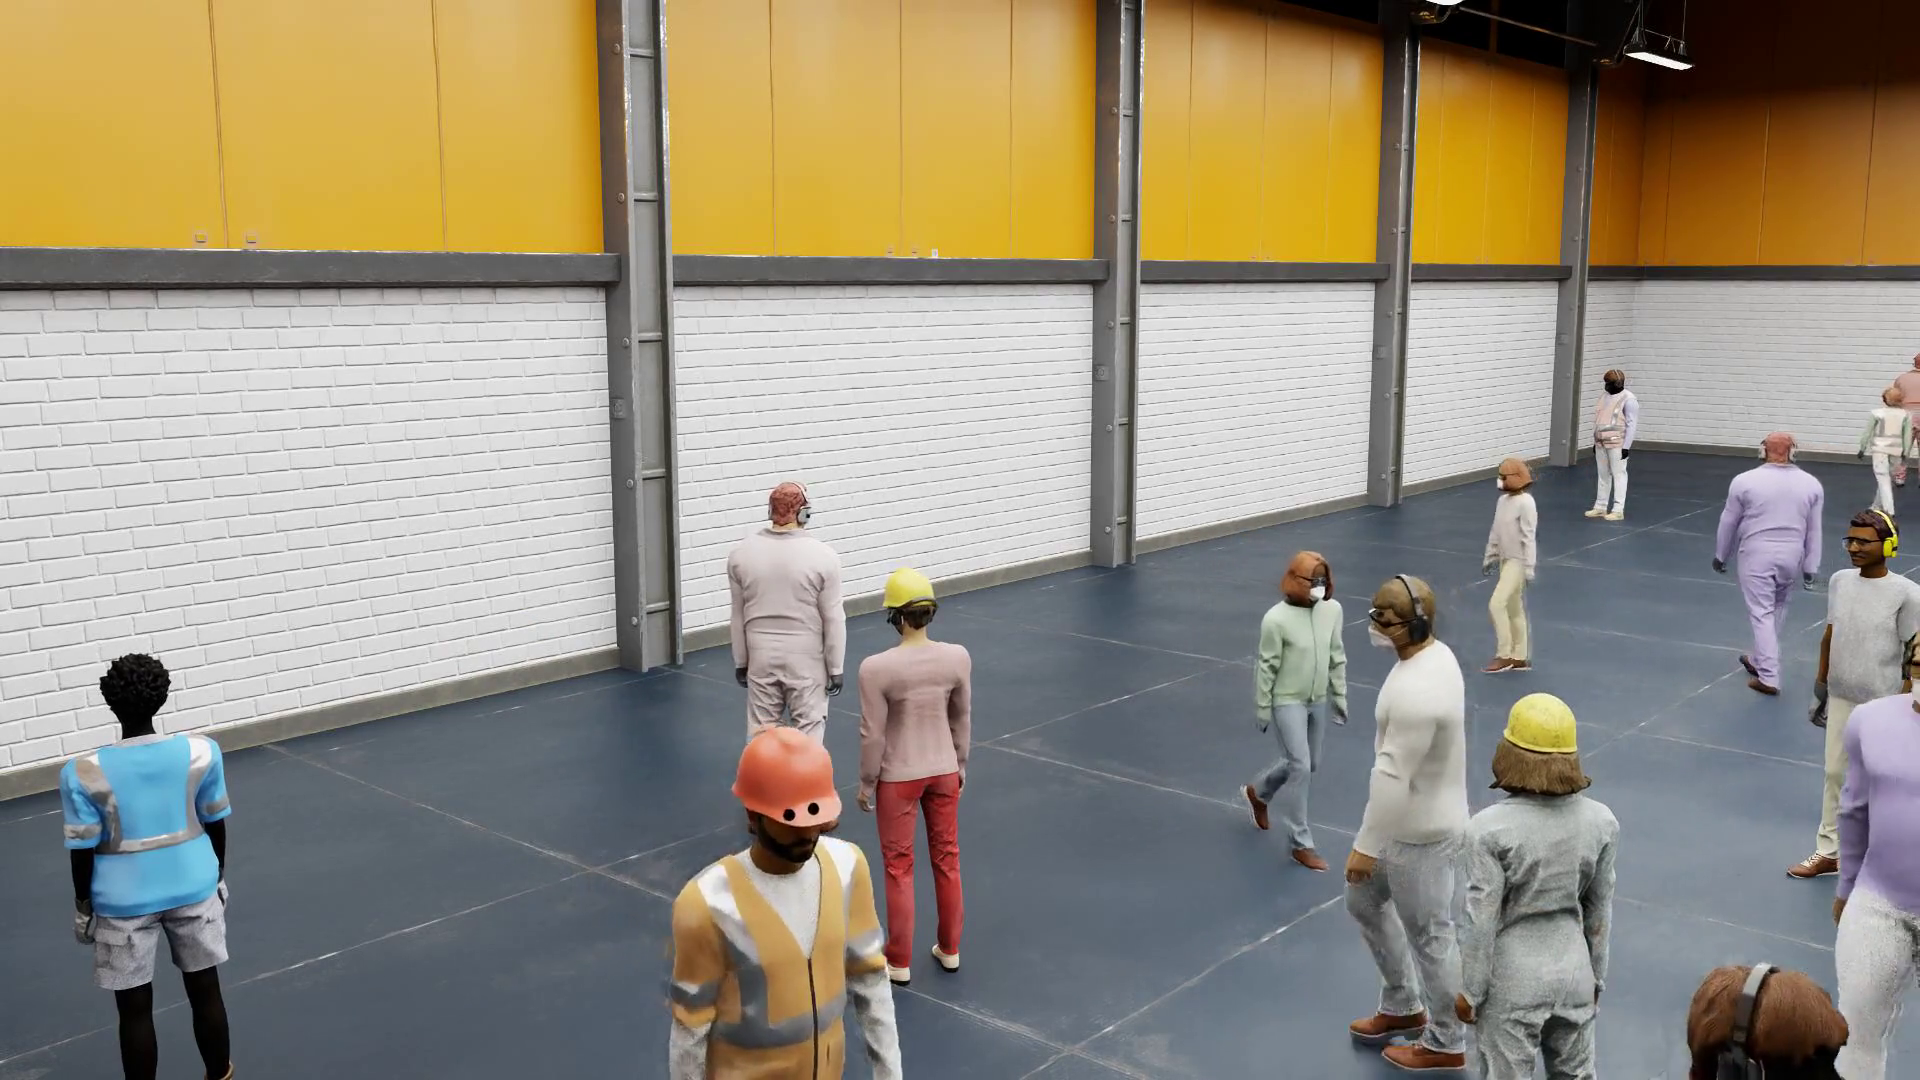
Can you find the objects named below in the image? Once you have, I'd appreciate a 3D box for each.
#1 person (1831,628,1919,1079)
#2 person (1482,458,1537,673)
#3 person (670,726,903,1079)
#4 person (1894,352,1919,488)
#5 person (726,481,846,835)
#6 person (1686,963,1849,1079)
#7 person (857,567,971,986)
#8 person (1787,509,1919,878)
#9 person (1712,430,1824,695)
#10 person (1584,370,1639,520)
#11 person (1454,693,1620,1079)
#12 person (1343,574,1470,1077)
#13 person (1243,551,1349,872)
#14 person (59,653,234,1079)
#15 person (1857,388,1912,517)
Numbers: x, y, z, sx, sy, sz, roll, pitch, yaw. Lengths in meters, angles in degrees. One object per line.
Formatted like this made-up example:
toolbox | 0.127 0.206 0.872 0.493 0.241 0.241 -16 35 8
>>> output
person | 3.140 1.178 5.389 0.895 1.910 0.642 -6 11 -33
person | 4.054 0.196 12.438 0.538 1.614 0.539 -1 9 -4
person | -0.366 1.392 4.097 0.920 1.893 0.548 9 13 44
person | 13.406 -1.673 23.266 0.651 1.913 0.409 8 12 42
person | -0.902 0.633 8.834 0.646 1.900 0.403 2 9 15
person | 1.392 1.622 2.869 0.650 1.813 0.845 -8 12 -41
person | -0.195 0.989 7.011 0.524 1.768 0.312 -5 10 -29
person | 4.337 0.776 8.019 0.326 1.872 0.518 -4 10 -26
person | 5.816 0.135 12.078 0.642 1.862 0.933 0 9 0
person | 7.942 -1.158 20.281 0.429 1.837 0.621 -3 10 -19
person | 1.715 1.318 5.012 0.488 1.743 0.319 -2 9 -12
person | 1.639 1.060 6.125 0.607 1.905 0.641 3 9 16
person | 1.691 0.825 8.534 0.496 1.607 0.689 -6 11 -32
person | -2.775 1.228 5.724 0.535 1.697 0.322 -7 11 -38
person | 11.399 -1.070 20.466 0.521 1.599 0.850 0 9 2
